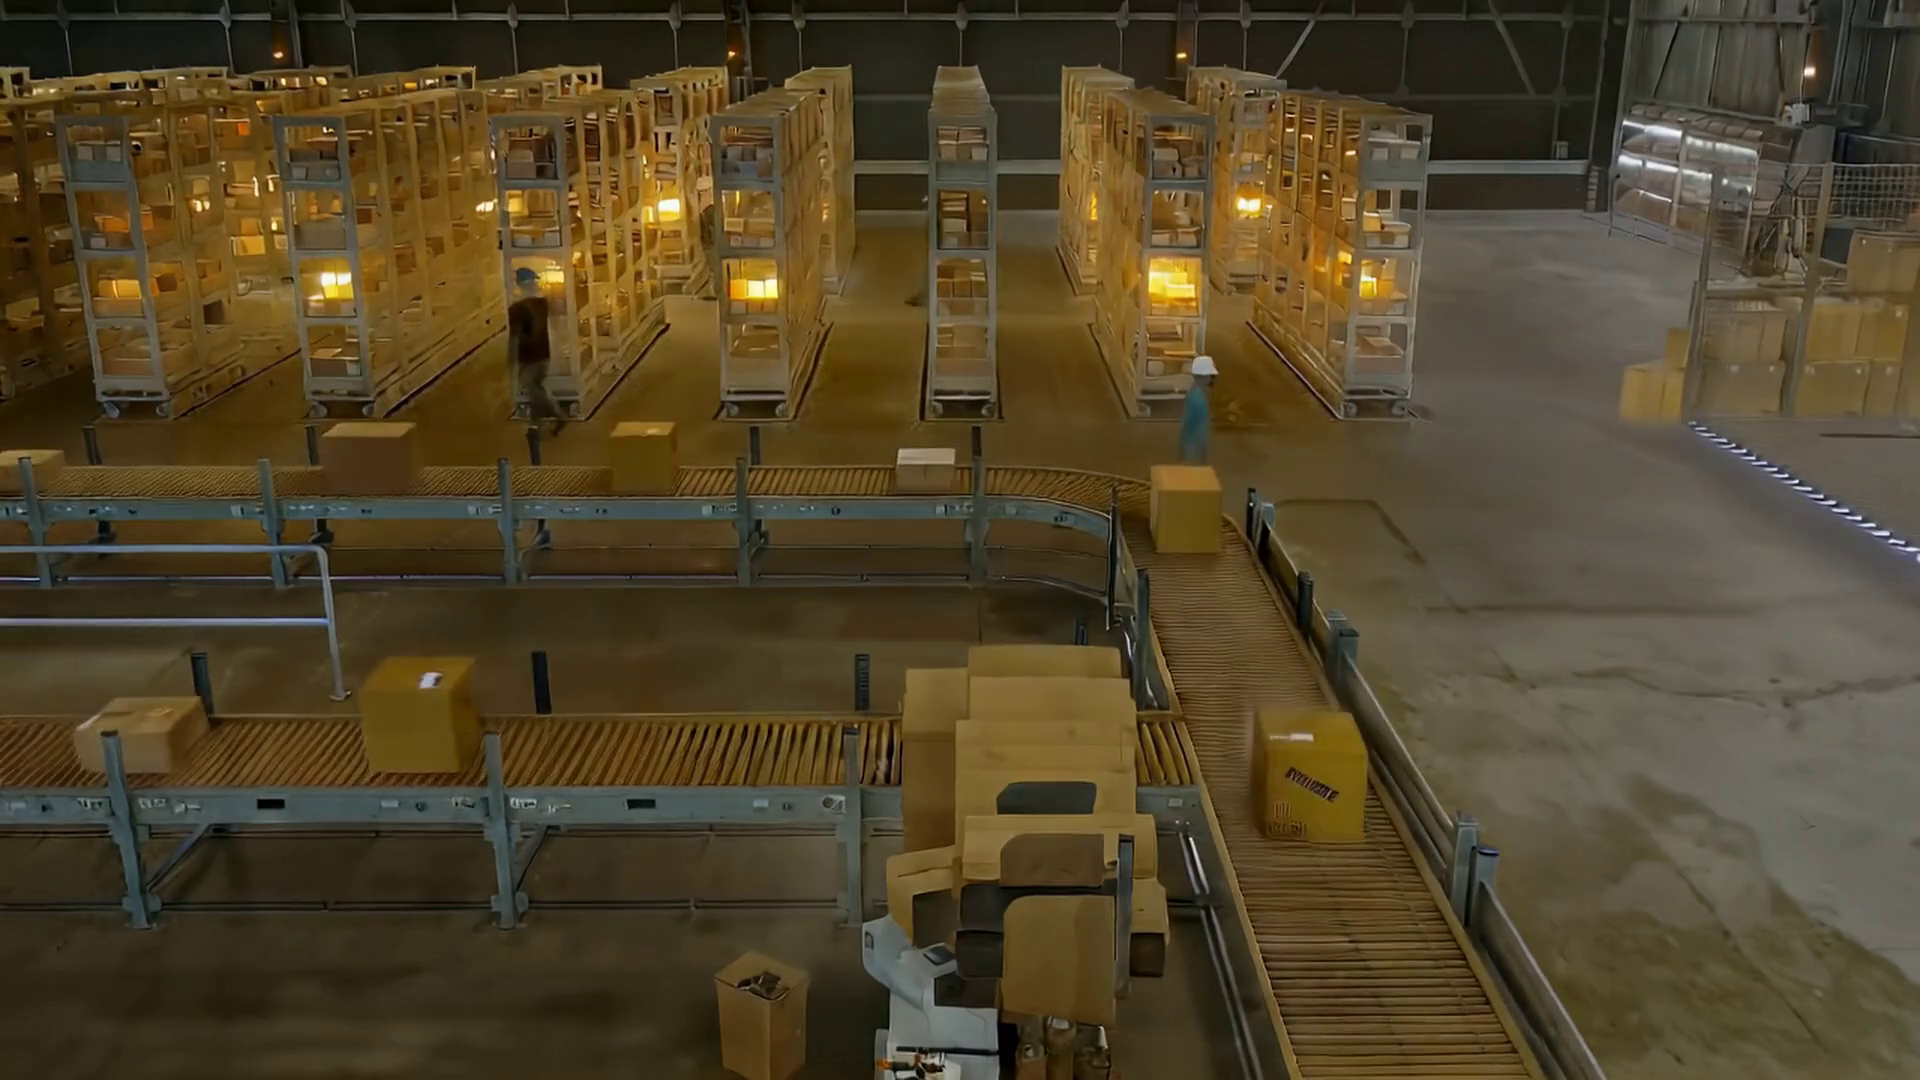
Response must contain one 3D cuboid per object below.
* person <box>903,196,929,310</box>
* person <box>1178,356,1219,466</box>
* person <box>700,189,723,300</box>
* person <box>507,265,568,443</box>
[{"bbox_3d":[-0.388,-4.627,26.781,1.056,1.931,0.624,0,18,0],"label":"person"},{"bbox_3d":[2.097,-0.873,15.507,0.738,1.742,0.529,3,18,10],"label":"person"},{"bbox_3d":[-4.166,-4.972,27.968,0.372,1.843,0.570,3,18,9],"label":"person"},{"bbox_3d":[-4.789,-2.070,18.757,0.549,2.026,0.611,12,22,33],"label":"person"}]
